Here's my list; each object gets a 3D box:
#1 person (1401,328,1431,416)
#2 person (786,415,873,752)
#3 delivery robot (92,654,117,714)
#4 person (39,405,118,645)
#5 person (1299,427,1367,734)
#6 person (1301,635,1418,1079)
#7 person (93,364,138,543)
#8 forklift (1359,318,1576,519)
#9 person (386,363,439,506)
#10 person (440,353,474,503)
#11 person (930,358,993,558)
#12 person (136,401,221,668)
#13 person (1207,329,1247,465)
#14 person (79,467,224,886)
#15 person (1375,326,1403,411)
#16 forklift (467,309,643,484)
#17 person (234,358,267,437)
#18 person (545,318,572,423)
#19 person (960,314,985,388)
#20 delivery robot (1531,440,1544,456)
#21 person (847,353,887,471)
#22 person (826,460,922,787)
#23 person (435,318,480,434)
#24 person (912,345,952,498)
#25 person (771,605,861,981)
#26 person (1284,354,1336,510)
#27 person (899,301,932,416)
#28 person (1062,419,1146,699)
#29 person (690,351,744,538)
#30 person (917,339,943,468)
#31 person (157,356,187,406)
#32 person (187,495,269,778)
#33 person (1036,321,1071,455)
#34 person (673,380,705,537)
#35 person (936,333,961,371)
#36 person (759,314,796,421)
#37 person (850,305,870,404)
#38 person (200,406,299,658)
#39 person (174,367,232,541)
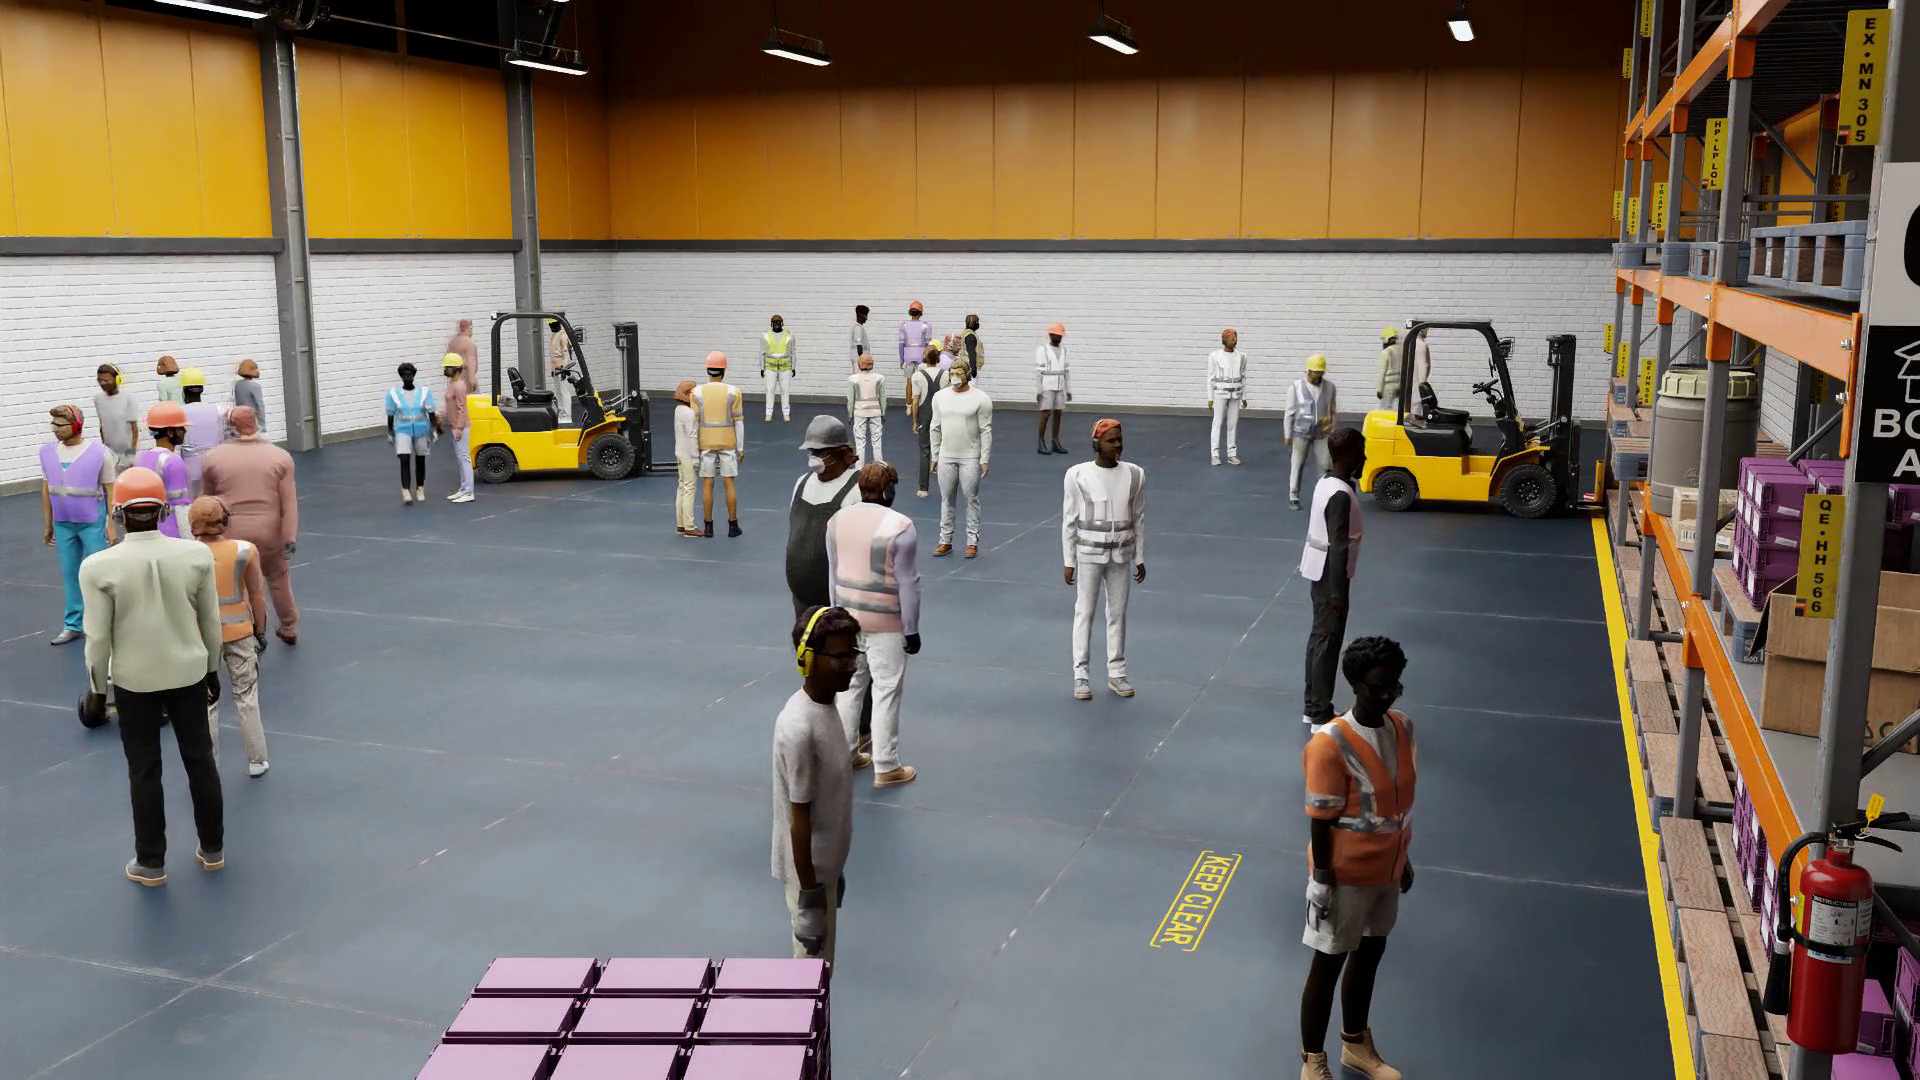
[{"bbox_3d":[6.957,-2.402,25.327,0.399,1.907,0.644,-2,10,-11],"label":"person"},{"bbox_3d":[-0.786,0.266,9.924,0.684,2.000,0.535,8,13,38],"label":"person"},{"bbox_3d":[-5.270,0.828,10.678,0.477,0.478,0.707,-1,10,-3],"label":"delivery robot"},{"bbox_3d":[-6.671,-0.116,12.641,0.564,1.839,0.395,1,10,5],"label":"person"},{"bbox_3d":[2.313,0.253,10.348,0.389,1.916,0.591,1,10,6],"label":"person"},{"bbox_3d":[1.412,1.158,5.859,0.540,1.699,0.316,-8,13,-39],"label":"person"},{"bbox_3d":[-8.588,-0.869,16.933,0.496,1.828,0.830,1,10,4],"label":"person"},{"bbox_3d":[5.787,-1.437,19.079,2.313,2.155,1.214,3,11,19],"label":"forklift"},{"bbox_3d":[-6.379,-1.227,19.408,0.553,1.653,0.843,-5,11,-24],"label":"person"},{"bbox_3d":[-5.935,-1.322,19.634,0.315,1.770,0.524,-4,11,-23],"label":"person"},{"bbox_3d":[0.000,-0.792,16.169,0.627,1.940,0.373,3,11,18],"label":"person"},{"bbox_3d":[-5.571,-0.017,11.800,0.542,1.939,0.364,8,13,38],"label":"person"},{"bbox_3d":[3.694,-1.973,22.967,0.586,1.883,0.342,-3,10,-16],"label":"person"},{"bbox_3d":[-3.824,0.645,7.914,0.612,1.996,0.389,-9,13,-40],"label":"person"},{"bbox_3d":[6.610,-2.351,25.375,0.780,1.800,0.599,9,14,42],"label":"person"},{"bbox_3d":[-5.354,-1.902,21.697,2.313,2.155,1.214,-2,10,-13],"label":"forklift"},{"bbox_3d":[-9.016,-1.494,21.050,0.508,1.606,0.742,8,13,37],"label":"person"},{"bbox_3d":[-6.781,-2.900,28.099,0.382,1.917,0.585,-6,12,-32],"label":"person"},{"bbox_3d":[0.212,-2.965,28.680,0.429,1.844,0.627,-1,10,-8],"label":"person"},{"bbox_3d":[7.450,-1.162,21.870,0.707,0.478,0.477,-7,12,-37],"label":"delivery robot"},{"bbox_3d":[-1.199,-1.590,21.508,0.511,1.640,0.308,-2,10,-10],"label":"person"},{"bbox_3d":[-0.478,0.464,9.432,0.639,1.833,0.431,9,13,41],"label":"person"},{"bbox_3d":[-7.992,-2.606,26.594,0.671,1.871,0.835,9,13,41],"label":"person"},{"bbox_3d":[-0.329,-1.421,19.974,0.508,1.847,0.345,-2,10,-9],"label":"person"},{"bbox_3d":[-0.466,1.130,5.556,0.317,1.863,0.523,1,10,3],"label":"person"},{"bbox_3d":[4.004,-1.227,19.007,0.623,1.807,0.455,-1,10,-3],"label":"person"},{"bbox_3d":[-0.780,-3.229,29.599,0.612,2.043,0.374,1,10,6],"label":"person"},{"bbox_3d":[0.969,0.125,11.154,0.584,1.884,0.349,-3,10,-14],"label":"person"},{"bbox_3d":[-2.520,-0.991,17.291,0.550,1.935,0.376,-1,10,-3],"label":"person"},{"bbox_3d":[-0.333,-1.830,22.501,0.524,1.769,0.314,-1,10,-4],"label":"person"},{"bbox_3d":[-10.005,-1.522,21.134,0.279,1.634,0.499,2,10,12],"label":"person"},{"bbox_3d":[-4.184,0.562,9.392,0.521,1.636,0.311,-5,11,-27],"label":"person"},{"bbox_3d":[1.361,-2.207,24.147,0.556,1.934,0.376,-7,12,-35],"label":"person"},{"bbox_3d":[-2.828,-0.851,17.356,0.275,1.632,0.507,-5,11,-26],"label":"person"},{"bbox_3d":[-0.109,-1.724,21.518,0.410,1.905,0.640,0,10,-1],"label":"person"},{"bbox_3d":[-3.135,-2.958,28.638,0.630,1.842,0.429,-1,10,-7],"label":"person"},{"bbox_3d":[-1.797,-3.253,29.967,0.368,1.960,0.602,-2,10,-9],"label":"person"},{"bbox_3d":[-5.235,-0.059,12.280,0.647,1.862,0.816,-5,11,-24],"label":"person"},{"bbox_3d":[-6.919,-0.606,15.150,0.384,1.928,0.588,9,13,41],"label":"person"}]
